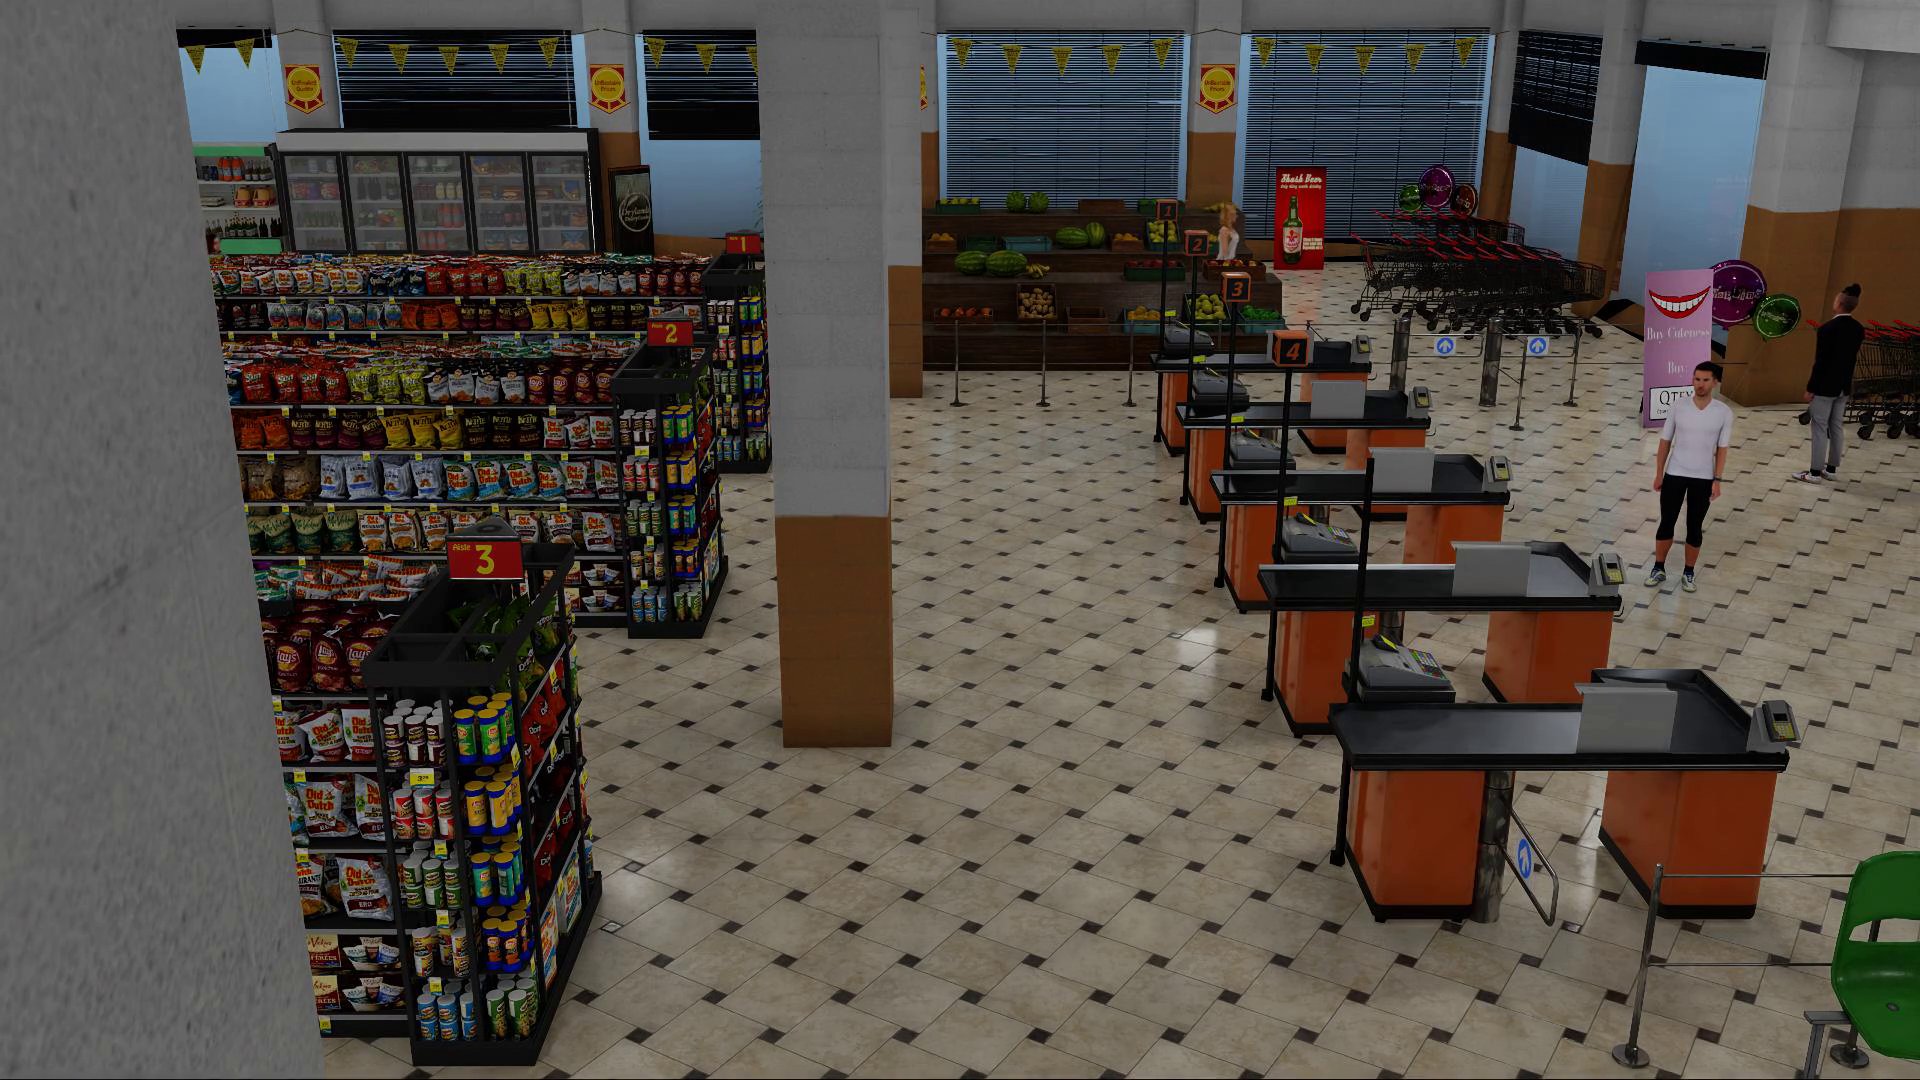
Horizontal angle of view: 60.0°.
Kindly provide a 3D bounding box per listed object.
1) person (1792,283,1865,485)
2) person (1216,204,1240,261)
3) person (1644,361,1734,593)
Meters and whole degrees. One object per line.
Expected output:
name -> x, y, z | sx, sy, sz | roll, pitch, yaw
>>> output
person -> 8.446, -1.520, 16.100 | 0.684, 1.950, 0.852 | -8, 20, -22
person -> 3.739, -3.970, 23.826 | 0.927, 1.656, 0.738 | 5, 19, 14
person -> 5.834, -0.523, 13.299 | 0.676, 1.852, 0.809 | 9, 21, 26
